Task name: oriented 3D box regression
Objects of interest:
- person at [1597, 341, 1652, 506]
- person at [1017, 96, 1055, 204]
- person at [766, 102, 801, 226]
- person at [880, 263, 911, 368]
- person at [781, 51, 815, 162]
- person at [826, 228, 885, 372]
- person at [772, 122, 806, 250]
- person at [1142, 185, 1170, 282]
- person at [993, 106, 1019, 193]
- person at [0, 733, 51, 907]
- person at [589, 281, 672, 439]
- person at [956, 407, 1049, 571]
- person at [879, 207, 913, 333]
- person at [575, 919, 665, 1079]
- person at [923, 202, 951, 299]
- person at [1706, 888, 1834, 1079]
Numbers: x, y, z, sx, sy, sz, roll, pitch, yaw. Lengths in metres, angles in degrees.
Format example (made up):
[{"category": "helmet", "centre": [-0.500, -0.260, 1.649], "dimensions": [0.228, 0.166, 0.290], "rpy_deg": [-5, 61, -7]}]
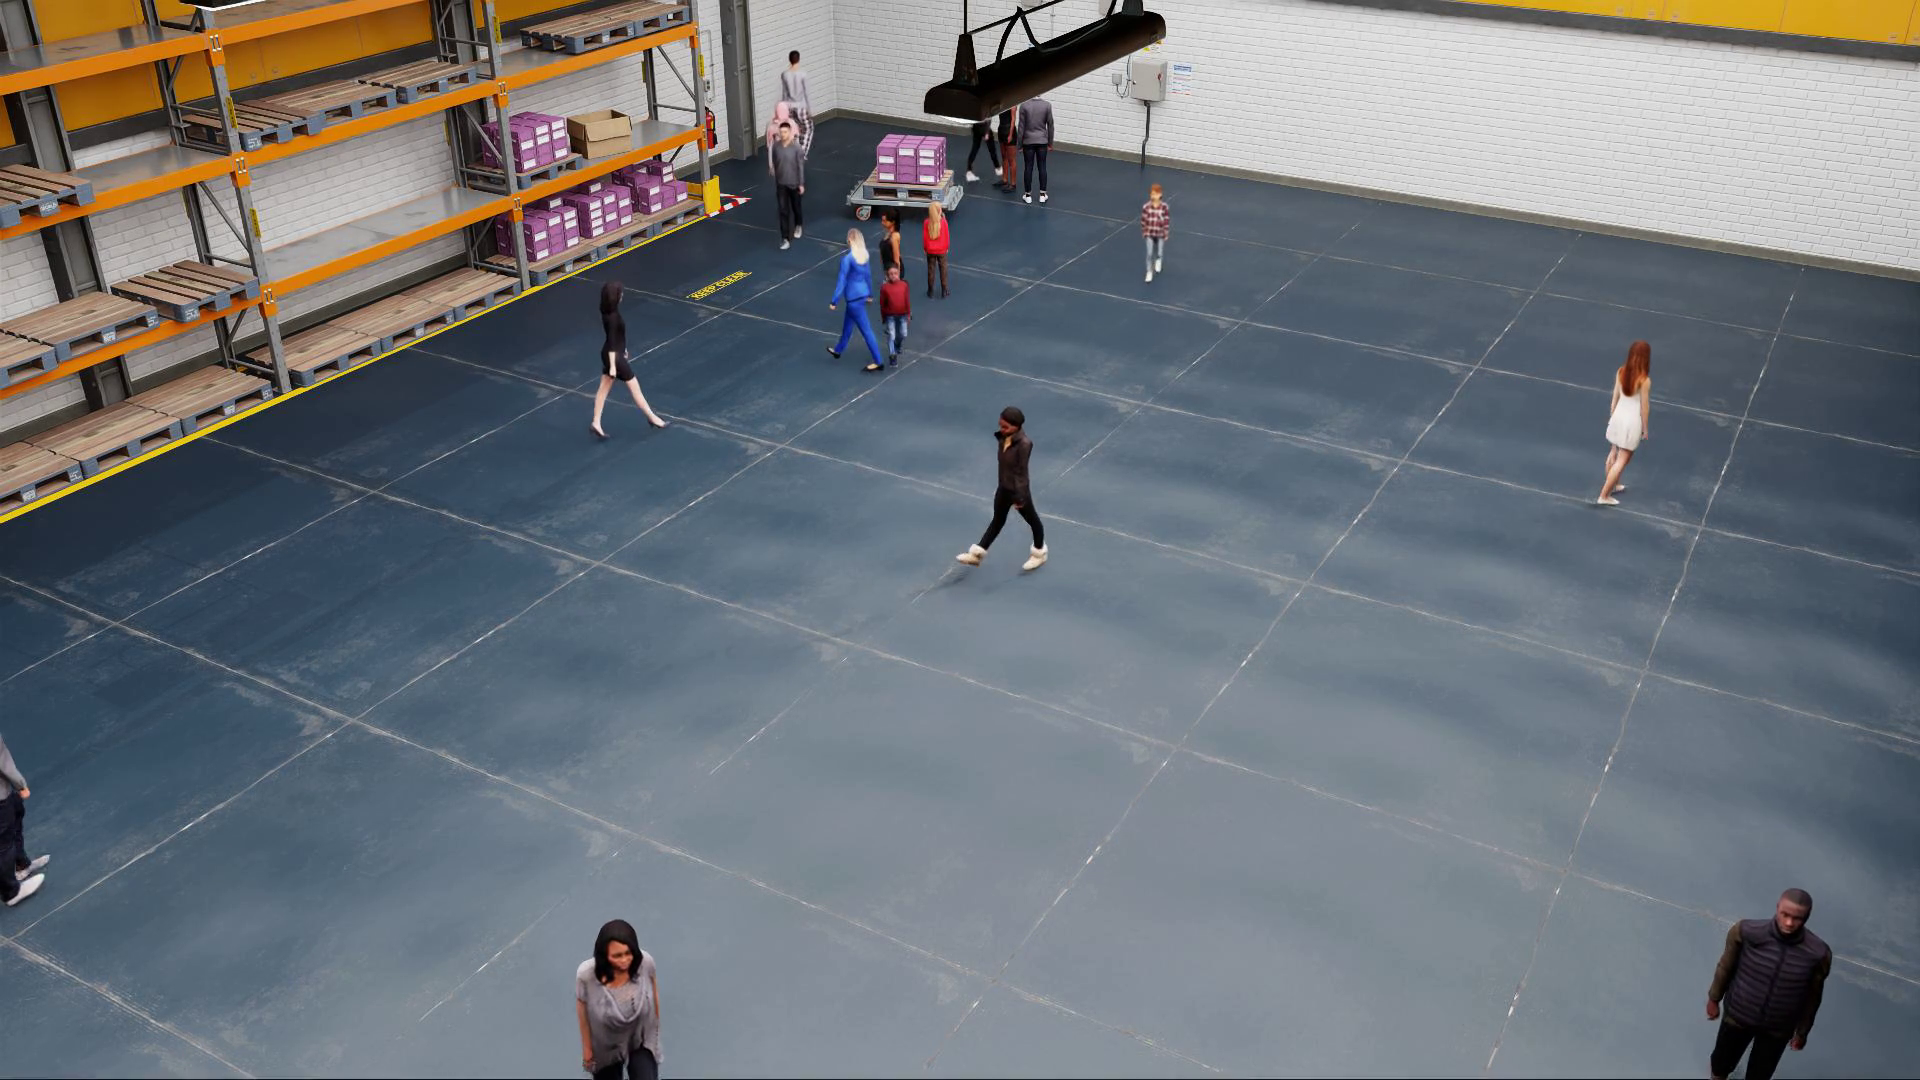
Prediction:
[{"category": "person", "centre": [6.601, -1.160, 16.529], "dimensions": [0.874, 1.709, 0.784], "rpy_deg": [-12, 31, -21]}, {"category": "person", "centre": [1.153, -6.068, 25.413], "dimensions": [0.804, 1.819, 0.789], "rpy_deg": [0, 29, 0]}, {"category": "person", "centre": [-2.558, -5.478, 24.392], "dimensions": [0.993, 1.759, 1.264], "rpy_deg": [1, 29, 3]}, {"category": "person", "centre": [-0.786, -2.723, 19.879], "dimensions": [0.721, 1.246, 0.775], "rpy_deg": [-9, 30, -15]}, {"category": "person", "centre": [-2.681, -7.009, 27.120], "dimensions": [0.749, 1.835, 0.781], "rpy_deg": [8, 30, 14]}, {"category": "person", "centre": [-1.130, -2.791, 19.579], "dimensions": [0.856, 1.651, 1.070], "rpy_deg": [10, 30, 18]}, {"category": "person", "centre": [-2.403, -5.078, 23.693], "dimensions": [0.942, 1.727, 1.227], "rpy_deg": [3, 29, 5]}, {"category": "person", "centre": [2.654, -4.179, 22.498], "dimensions": [0.687, 1.293, 0.877], "rpy_deg": [5, 29, 10]}, {"category": "person", "centre": [0.747, -6.337, 25.987], "dimensions": [0.704, 1.741, 0.678], "rpy_deg": [-12, 31, -22]}, {"category": "person", "centre": [-6.604, 1.694, 11.151], "dimensions": [0.742, 1.849, 0.712], "rpy_deg": [13, 31, 23]}, {"category": "person", "centre": [-3.778, -1.870, 17.782], "dimensions": [1.175, 1.755, 1.060], "rpy_deg": [-10, 30, -18]}, {"category": "person", "centre": [0.396, -0.399, 15.217], "dimensions": [1.168, 1.630, 0.912], "rpy_deg": [17, 33, 29]}, {"category": "person", "centre": [-0.761, -3.321, 20.543], "dimensions": [0.851, 1.659, 0.795], "rpy_deg": [-6, 29, -11]}, {"category": "person", "centre": [-1.948, 2.758, 9.475], "dimensions": [0.989, 1.587, 1.025], "rpy_deg": [-10, 30, -17]}, {"category": "person", "centre": [-0.309, -3.815, 21.843], "dimensions": [0.575, 1.281, 0.610], "rpy_deg": [1, 29, 1]}, {"category": "person", "centre": [4.531, 2.659, 9.412], "dimensions": [0.724, 1.821, 0.944], "rpy_deg": [13, 31, 23]}]
